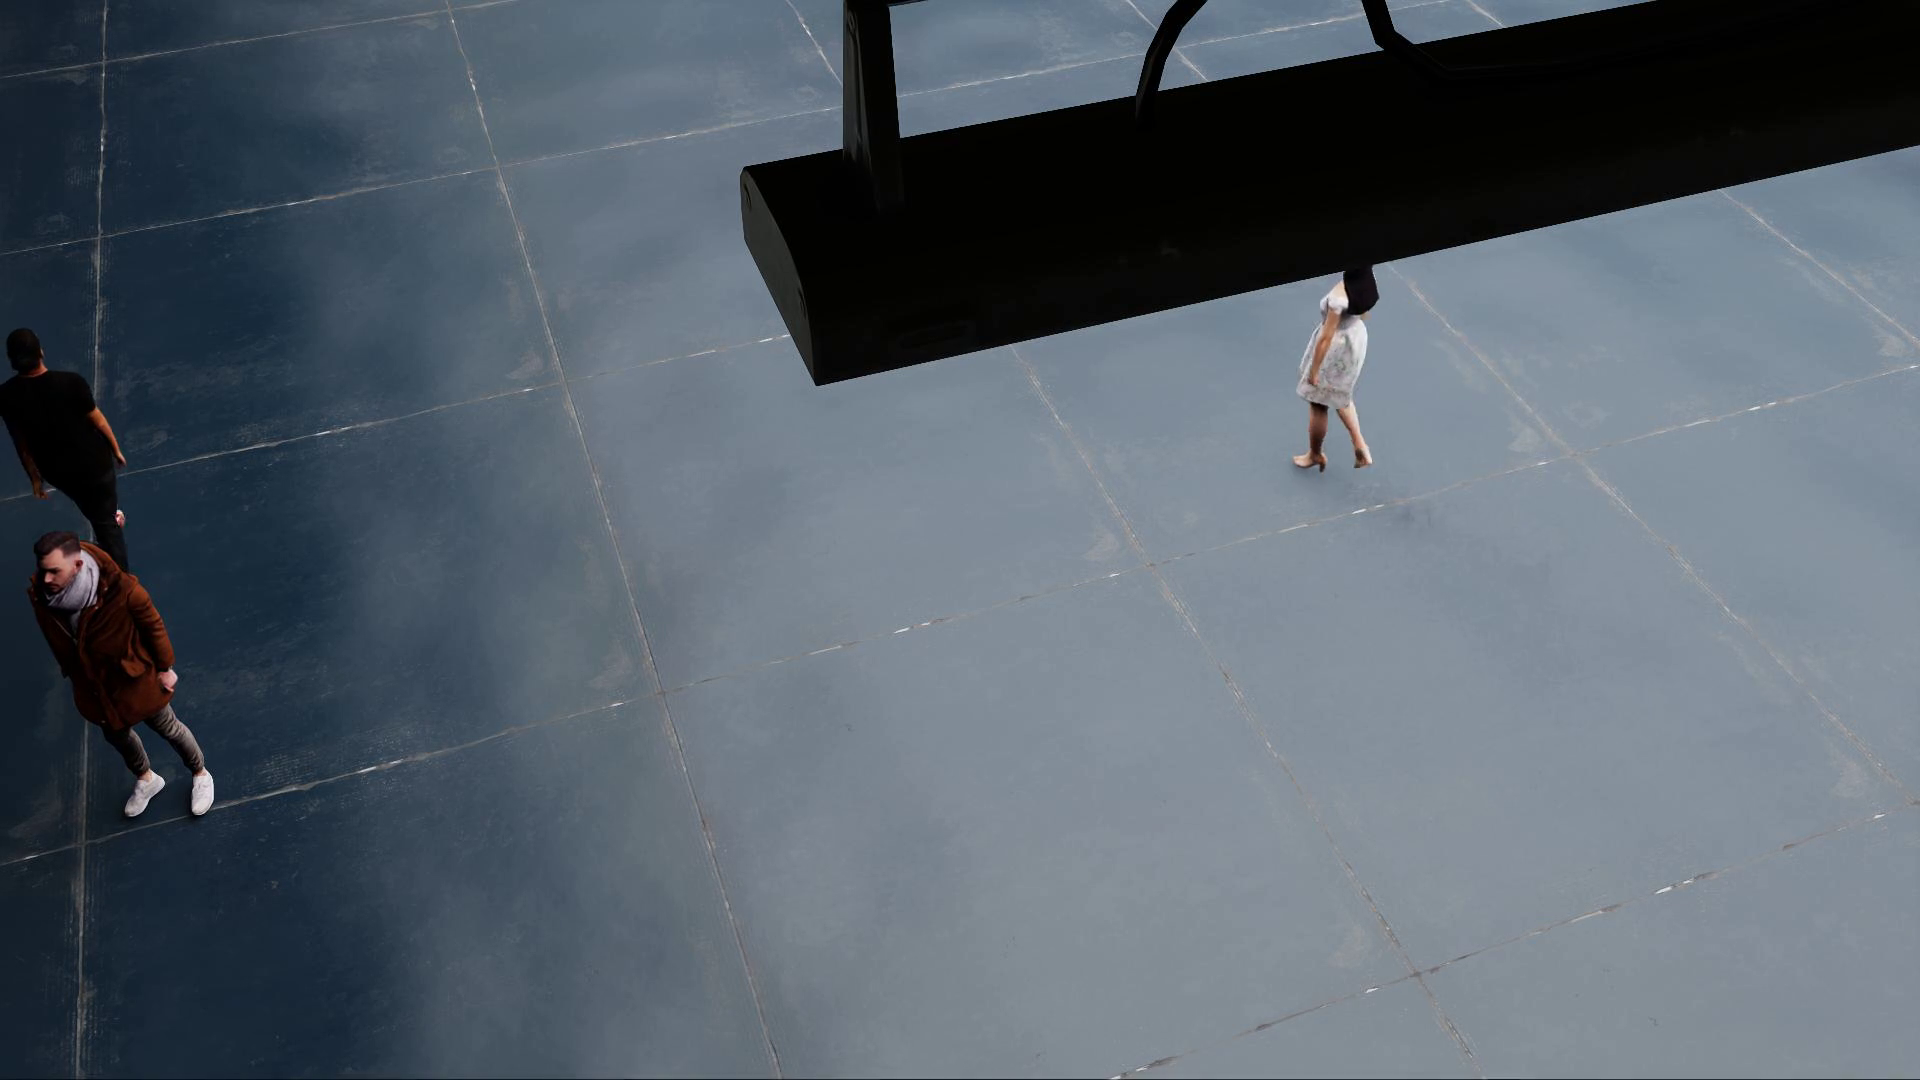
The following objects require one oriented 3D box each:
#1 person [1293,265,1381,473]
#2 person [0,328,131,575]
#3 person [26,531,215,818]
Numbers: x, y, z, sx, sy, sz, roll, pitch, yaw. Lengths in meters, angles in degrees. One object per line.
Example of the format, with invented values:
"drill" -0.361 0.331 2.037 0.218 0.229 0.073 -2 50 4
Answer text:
"person" 2.328 -1.038 9.971 0.956 1.763 0.842 33 52 30
"person" -4.923 -0.356 9.280 0.666 1.709 1.183 -12 44 -12
"person" -4.099 0.658 8.100 0.802 1.838 0.817 -2 43 -2
